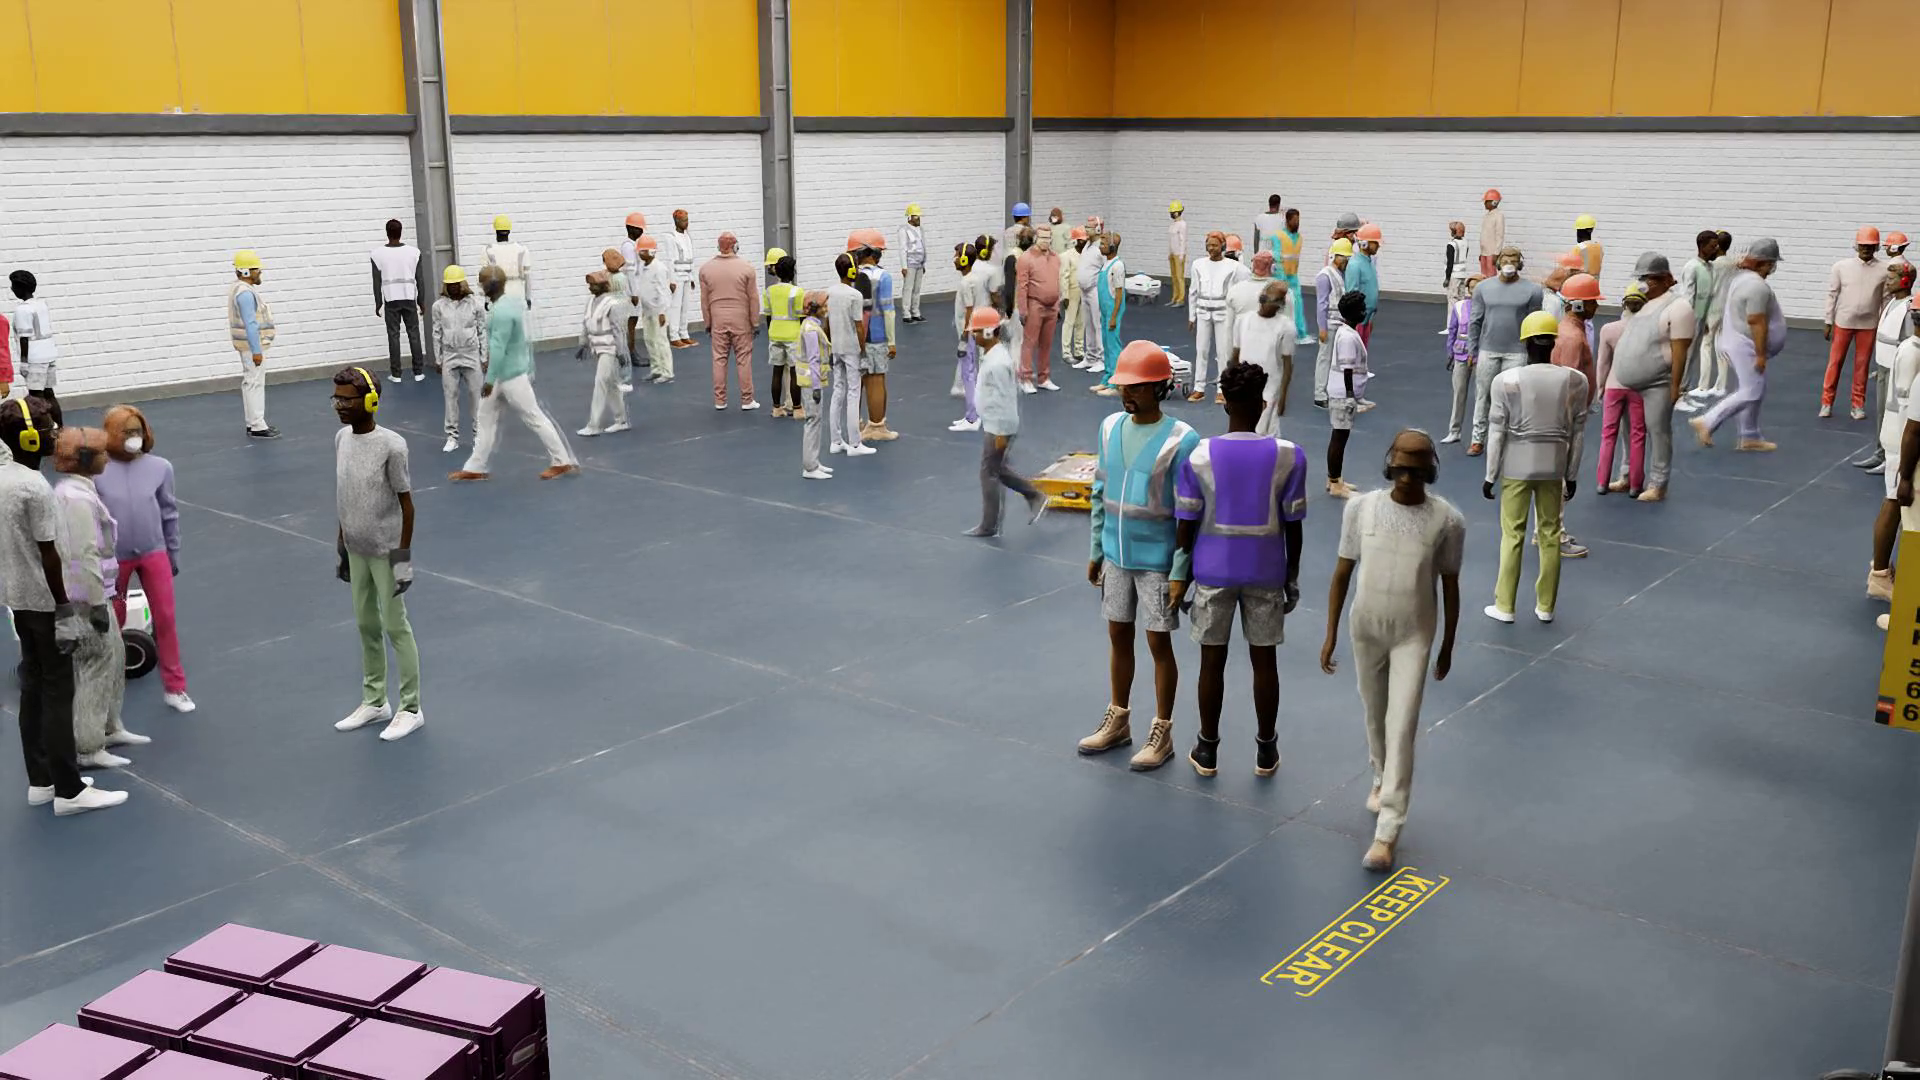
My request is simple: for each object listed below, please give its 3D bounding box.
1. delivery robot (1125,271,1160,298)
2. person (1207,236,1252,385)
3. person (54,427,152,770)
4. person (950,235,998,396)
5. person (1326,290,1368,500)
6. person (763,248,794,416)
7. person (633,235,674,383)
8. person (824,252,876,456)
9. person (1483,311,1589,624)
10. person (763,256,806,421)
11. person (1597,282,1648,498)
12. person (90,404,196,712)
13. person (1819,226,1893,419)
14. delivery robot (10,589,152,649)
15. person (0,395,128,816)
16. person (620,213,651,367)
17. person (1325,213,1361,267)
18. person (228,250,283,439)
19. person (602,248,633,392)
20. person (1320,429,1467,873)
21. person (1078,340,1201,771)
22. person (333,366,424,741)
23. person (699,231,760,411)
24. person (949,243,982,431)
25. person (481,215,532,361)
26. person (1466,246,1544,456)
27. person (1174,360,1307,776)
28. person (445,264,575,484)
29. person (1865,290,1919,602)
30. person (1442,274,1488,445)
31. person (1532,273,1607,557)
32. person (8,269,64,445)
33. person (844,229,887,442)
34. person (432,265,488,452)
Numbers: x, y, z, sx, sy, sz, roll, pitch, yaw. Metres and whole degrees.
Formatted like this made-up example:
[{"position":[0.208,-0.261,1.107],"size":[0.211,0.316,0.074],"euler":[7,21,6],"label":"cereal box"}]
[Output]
[{"position":[3.082,-4.338,28.331],"size":[0.477,0.478,0.707],"euler":[-11,18,-37],"label":"delivery robot"},{"position":[3.128,-2.637,19.299],"size":[0.334,1.749,0.568],"euler":[-7,16,-25],"label":"person"},{"position":[-4.176,0.269,7.977],"size":[0.421,1.614,0.556],"euler":[-8,16,-30],"label":"person"},{"position":[0.173,-2.448,18.375],"size":[0.596,1.842,0.406],"euler":[8,16,28],"label":"person"},{"position":[3.171,-1.191,13.632],"size":[0.319,1.697,0.533],"euler":[2,14,9],"label":"person"},{"position":[-1.873,-2.173,17.436],"size":[0.338,1.761,0.525],"euler":[-1,14,-6],"label":"person"},{"position":[-3.639,-2.724,19.671],"size":[0.389,1.738,0.569],"euler":[-12,18,-39],"label":"person"},{"position":[-1.031,-1.713,15.368],"size":[0.526,1.871,0.324],"euler":[13,19,41],"label":"person"},{"position":[3.483,-0.430,10.139],"size":[0.585,1.919,0.374],"euler":[0,14,1],"label":"person"},{"position":[-1.778,-2.075,17.166],"size":[0.535,1.697,0.318],"euler":[8,16,30],"label":"person"},{"position":[5.481,-1.222,13.628],"size":[0.522,1.763,0.319],"euler":[9,17,32],"label":"person"},{"position":[-4.338,0.082,8.705],"size":[0.520,1.611,0.697],"euler":[-12,18,-40],"label":"person"},{"position":[9.310,-2.250,17.259],"size":[0.612,1.994,0.395],"euler":[5,15,21],"label":"person"},{"position":[-4.874,0.429,9.282],"size":[0.707,0.478,0.477],"euler":[-5,15,-17],"label":"delivery robot"},{"position":[-4.050,0.290,7.362],"size":[0.515,1.872,0.333],"euler":[11,18,38],"label":"person"},{"position":[-4.105,-3.165,21.051],"size":[0.385,1.927,0.545],"euler":[-2,14,-7],"label":"person"},{"position":[4.418,-2.704,18.980],"size":[0.538,2.000,0.681],"euler":[0,14,2],"label":"person"},{"position":[-6.871,-1.900,16.189],"size":[0.404,1.830,0.600],"euler":[-8,16,-29],"label":"person"},{"position":[-3.935,-2.509,19.025],"size":[0.283,1.633,0.500],"euler":[-8,16,-29],"label":"person"},{"position":[1.827,0.415,7.027],"size":[0.518,1.805,0.930],"euler":[8,16,28],"label":"person"},{"position":[0.845,0.075,7.868],"size":[0.608,2.044,0.371],"euler":[13,19,43],"label":"person"},{"position":[-2.921,0.067,8.254],"size":[0.511,1.872,0.329],"euler":[8,16,29],"label":"person"},{"position":[-2.437,-2.331,17.759],"size":[0.643,1.909,0.410],"euler":[2,14,7],"label":"person"},{"position":[0.058,-2.021,16.596],"size":[0.316,1.870,0.532],"euler":[2,14,9],"label":"person"},{"position":[-5.560,-3.011,20.428],"size":[0.594,1.929,0.357],"euler":[-7,16,-26],"label":"person"},{"position":[4.966,-1.713,15.223],"size":[0.633,1.939,0.353],"euler":[6,15,22],"label":"person"},{"position":[1.292,0.148,7.739],"size":[0.607,1.963,0.373],"euler":[1,14,5],"label":"person"},{"position":[-3.832,-1.404,14.140],"size":[1.072,1.882,0.629],"euler":[-6,15,-22],"label":"person"},{"position":[6.092,-0.614,10.635],"size":[0.375,2.039,0.607],"euler":[8,16,30],"label":"person"},{"position":[4.877,-1.706,15.810],"size":[0.523,1.636,0.309],"euler":[11,18,37],"label":"person"},{"position":[4.313,-0.886,11.809],"size":[0.377,1.995,0.608],"euler":[2,14,9],"label":"person"},{"position":[-8.695,-1.695,15.665],"size":[0.319,1.689,0.537],"euler":[-2,14,-7],"label":"person"},{"position":[-0.906,-1.959,16.020],"size":[0.395,2.033,0.605],"euler":[4,15,16],"label":"person"},{"position":[-4.657,-1.690,15.530],"size":[0.492,1.742,0.324],"euler":[-3,14,-10],"label":"person"}]
